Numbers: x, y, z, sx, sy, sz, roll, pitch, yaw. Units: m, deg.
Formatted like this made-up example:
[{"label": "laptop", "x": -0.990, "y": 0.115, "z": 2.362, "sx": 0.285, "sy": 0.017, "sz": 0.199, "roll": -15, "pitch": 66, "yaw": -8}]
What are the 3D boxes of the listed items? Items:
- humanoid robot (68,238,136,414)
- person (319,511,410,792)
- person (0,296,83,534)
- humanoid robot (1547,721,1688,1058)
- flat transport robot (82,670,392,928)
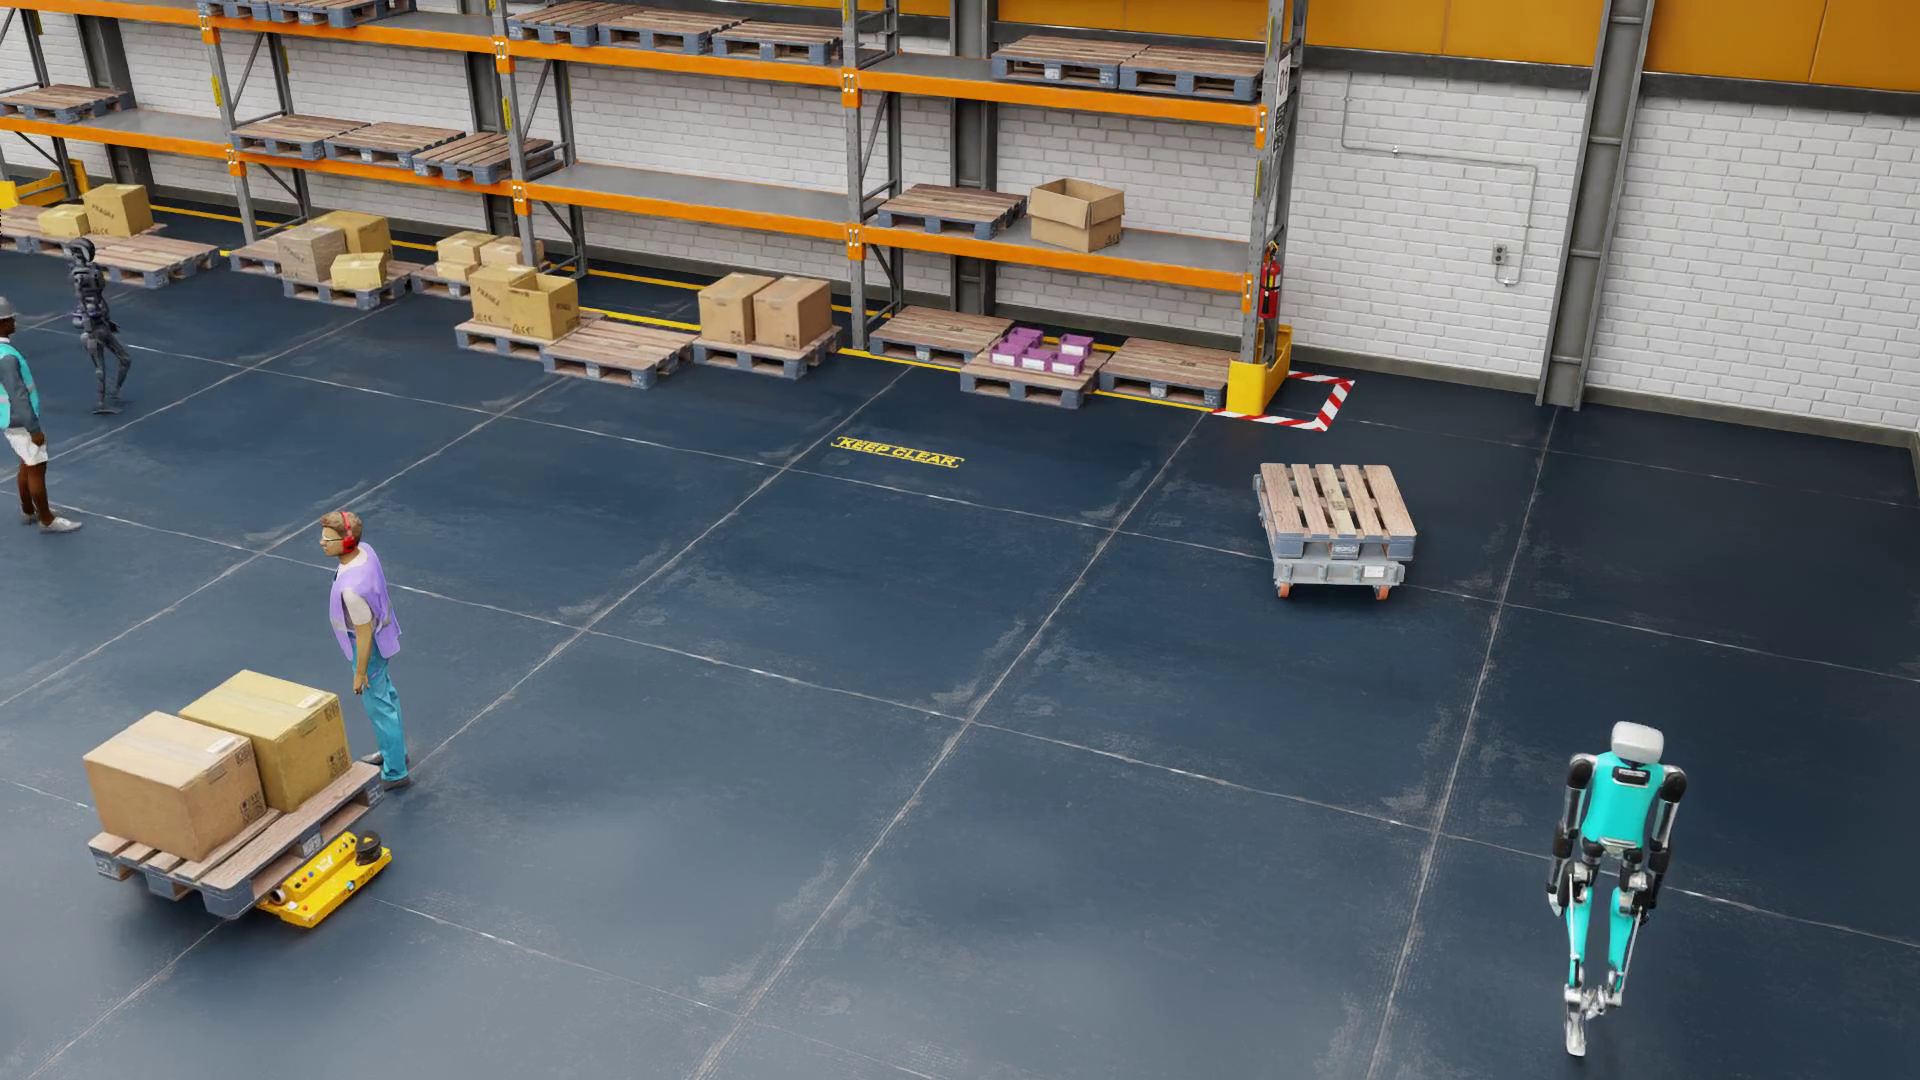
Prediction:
[{"label": "humanoid robot", "x": -7.885, "y": -1.948, "z": 15.166, "sx": 0.377, "sy": 1.646, "sz": 0.608, "roll": -5, "pitch": 28, "yaw": -9}, {"label": "person", "x": -3.533, "y": 0.657, "z": 9.934, "sx": 0.390, "sy": 1.850, "sz": 0.564, "roll": -7, "pitch": 28, "yaw": -13}, {"label": "person", "x": -7.346, "y": -0.948, "z": 12.969, "sx": 0.436, "sy": 1.925, "sz": 0.610, "roll": -22, "pitch": 35, "yaw": -36}, {"label": "humanoid robot", "x": 3.076, "y": 1.782, "z": 7.908, "sx": 0.540, "sy": 1.792, "sz": 0.853, "roll": 6, "pitch": 28, "yaw": 11}, {"label": "flat transport robot", "x": -4.041, "y": 1.775, "z": 9.490, "sx": 1.431, "sy": 0.231, "sz": 0.659, "roll": 11, "pitch": 29, "yaw": 21}]
